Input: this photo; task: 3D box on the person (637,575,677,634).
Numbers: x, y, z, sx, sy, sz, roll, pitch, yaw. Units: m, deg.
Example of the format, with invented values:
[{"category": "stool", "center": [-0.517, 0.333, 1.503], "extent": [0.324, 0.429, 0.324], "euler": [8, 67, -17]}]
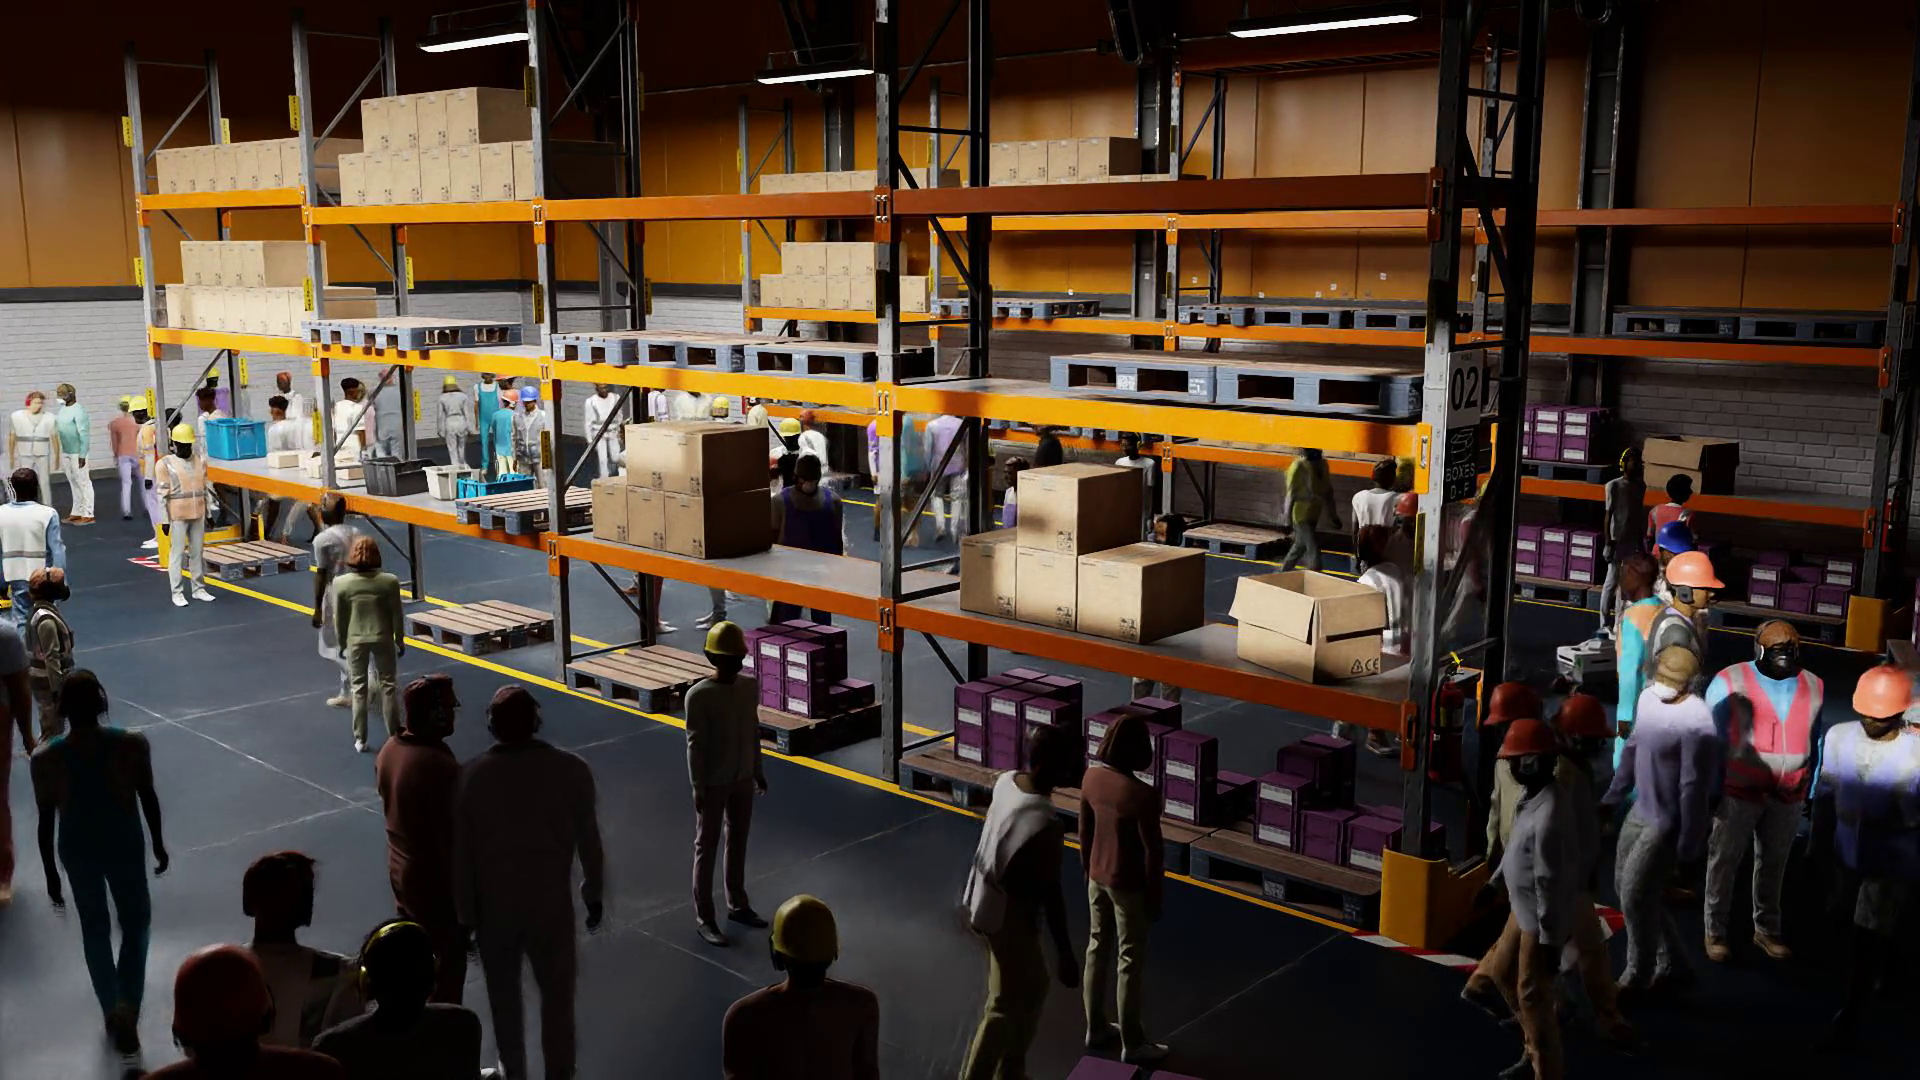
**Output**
[{"category": "person", "center": [-3.011, -0.026, 16.220], "extent": [0.405, 1.909, 0.597], "euler": [-6, 12, -31]}]

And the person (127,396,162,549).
[{"category": "person", "center": [-10.185, -0.854, 20.898], "extent": [0.397, 1.912, 0.591], "euler": [-4, 11, -22]}]

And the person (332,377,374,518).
[{"category": "person", "center": [-8.488, -1.293, 23.208], "extent": [0.610, 1.964, 0.365], "euler": [6, 12, 30]}]

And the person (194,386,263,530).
[{"category": "person", "center": [-9.811, -1.116, 22.290], "extent": [0.695, 1.933, 0.642], "euler": [-6, 12, -32]}]

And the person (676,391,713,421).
[{"category": "person", "center": [-3.970, -1.558, 25.033], "extent": [0.593, 1.860, 1.038], "euler": [-4, 11, -20]}]

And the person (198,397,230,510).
[{"category": "person", "center": [-10.759, -1.256, 23.920], "extent": [0.315, 1.641, 0.515], "euler": [0, 10, 3]}]

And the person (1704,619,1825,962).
[{"category": "person", "center": [4.238, 1.321, 8.784], "extent": [0.619, 1.845, 0.430], "euler": [0, 10, 1]}]

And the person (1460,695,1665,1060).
[{"category": "person", "center": [2.874, 1.549, 7.907], "extent": [0.939, 1.701, 0.563], "euler": [5, 11, 24]}]

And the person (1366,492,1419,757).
[{"category": "person", "center": [3.307, 0.619, 12.358], "extent": [0.620, 1.985, 0.408], "euler": [-6, 12, -29]}]

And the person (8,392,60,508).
[{"category": "person", "center": [-12.633, -1.117, 22.670], "extent": [0.614, 1.813, 0.437], "euler": [-8, 13, -38]}]

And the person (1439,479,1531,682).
[{"category": "person", "center": [4.566, 0.327, 14.616], "extent": [0.568, 1.783, 0.964], "euler": [-6, 12, -32]}]

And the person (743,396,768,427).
[{"category": "person", "center": [-2.988, -1.375, 24.316], "extent": [0.353, 1.741, 0.569], "euler": [2, 10, 12]}]

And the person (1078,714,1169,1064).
[{"category": "person", "center": [0.757, 1.608, 7.748], "extent": [0.285, 1.634, 0.499], "euler": [-8, 13, -38]}]

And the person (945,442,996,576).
[{"category": "person", "center": [0.163, -0.208, 17.769], "extent": [0.641, 1.722, 0.490], "euler": [9, 14, 42]}]

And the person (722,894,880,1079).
[{"category": "person", "center": [-0.496, 1.973, 5.307], "extent": [0.522, 1.771, 0.306], "euler": [-4, 11, -21]}]

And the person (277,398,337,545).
[{"category": "person", "center": [-8.239, -0.866, 21.024], "extent": [0.766, 1.904, 0.669], "euler": [1, 10, 6]}]

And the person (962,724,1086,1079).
[{"category": "person", "center": [0.247, 1.645, 7.072], "extent": [0.588, 1.793, 0.601], "euler": [-2, 10, -13]}]

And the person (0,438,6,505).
[{"category": "person", "center": [-13.269, -1.176, 22.663], "extent": [0.388, 1.926, 0.590], "euler": [-7, 12, -35]}]

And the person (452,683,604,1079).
[{"category": "person", "center": [-1.882, 1.583, 7.270], "extent": [0.661, 1.866, 0.791], "euler": [-3, 10, -17]}]

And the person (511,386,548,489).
[{"category": "person", "center": [-5.667, -1.078, 22.070], "extent": [0.606, 1.941, 0.415], "euler": [2, 10, 9]}]

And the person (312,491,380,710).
[{"category": "person", "center": [-4.923, 0.513, 13.392], "extent": [0.591, 1.827, 0.528], "euler": [4, 11, 20]}]

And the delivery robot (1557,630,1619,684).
[{"category": "delivery robot", "center": [5.385, 1.000, 13.969], "extent": [0.707, 0.478, 0.477], "euler": [-3, 10, -16]}]

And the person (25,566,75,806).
[{"category": "person", "center": [-6.152, 0.986, 11.272], "extent": [0.314, 1.632, 0.515], "euler": [-6, 12, -32]}]

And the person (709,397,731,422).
[{"category": "person", "center": [-3.250, -1.085, 22.683], "extent": [0.307, 1.737, 0.484], "euler": [-8, 13, -37]}]

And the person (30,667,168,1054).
[{"category": "person", "center": [-4.035, 1.503, 7.821], "extent": [0.532, 1.827, 0.751], "euler": [-4, 11, -21]}]

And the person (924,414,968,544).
[{"category": "person", "center": [-0.132, -0.912, 21.152], "extent": [0.658, 1.927, 0.447], "euler": [-1, 10, -3]}]

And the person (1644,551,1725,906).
[{"category": "person", "center": [4.151, 1.069, 9.639], "extent": [0.393, 2.044, 0.609], "euler": [4, 11, 19]}]

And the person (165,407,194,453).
[{"category": "person", "center": [-10.170, -0.882, 21.656], "extent": [0.317, 1.694, 0.539], "euler": [3, 10, 15]}]

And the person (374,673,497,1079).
[{"category": "person", "center": [-2.338, 1.531, 7.454], "extent": [0.401, 1.899, 0.636], "euler": [-8, 13, -39]}]

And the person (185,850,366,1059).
[{"category": "person", "center": [-2.165, 1.910, 5.359], "extent": [0.591, 1.878, 0.362], "euler": [-1, 10, -3]}]

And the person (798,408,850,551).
[{"category": "person", "center": [-1.659, -0.654, 19.940], "extent": [0.846, 1.845, 0.636], "euler": [5, 11, 27]}]

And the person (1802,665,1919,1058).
[{"category": "person", "center": [4.370, 1.467, 7.837], "extent": [0.809, 1.901, 0.565], "euler": [-6, 12, -29]}]

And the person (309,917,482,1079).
[{"category": "person", "center": [-1.644, 1.998, 4.926], "extent": [0.538, 1.861, 0.332], "euler": [-5, 11, -28]}]
